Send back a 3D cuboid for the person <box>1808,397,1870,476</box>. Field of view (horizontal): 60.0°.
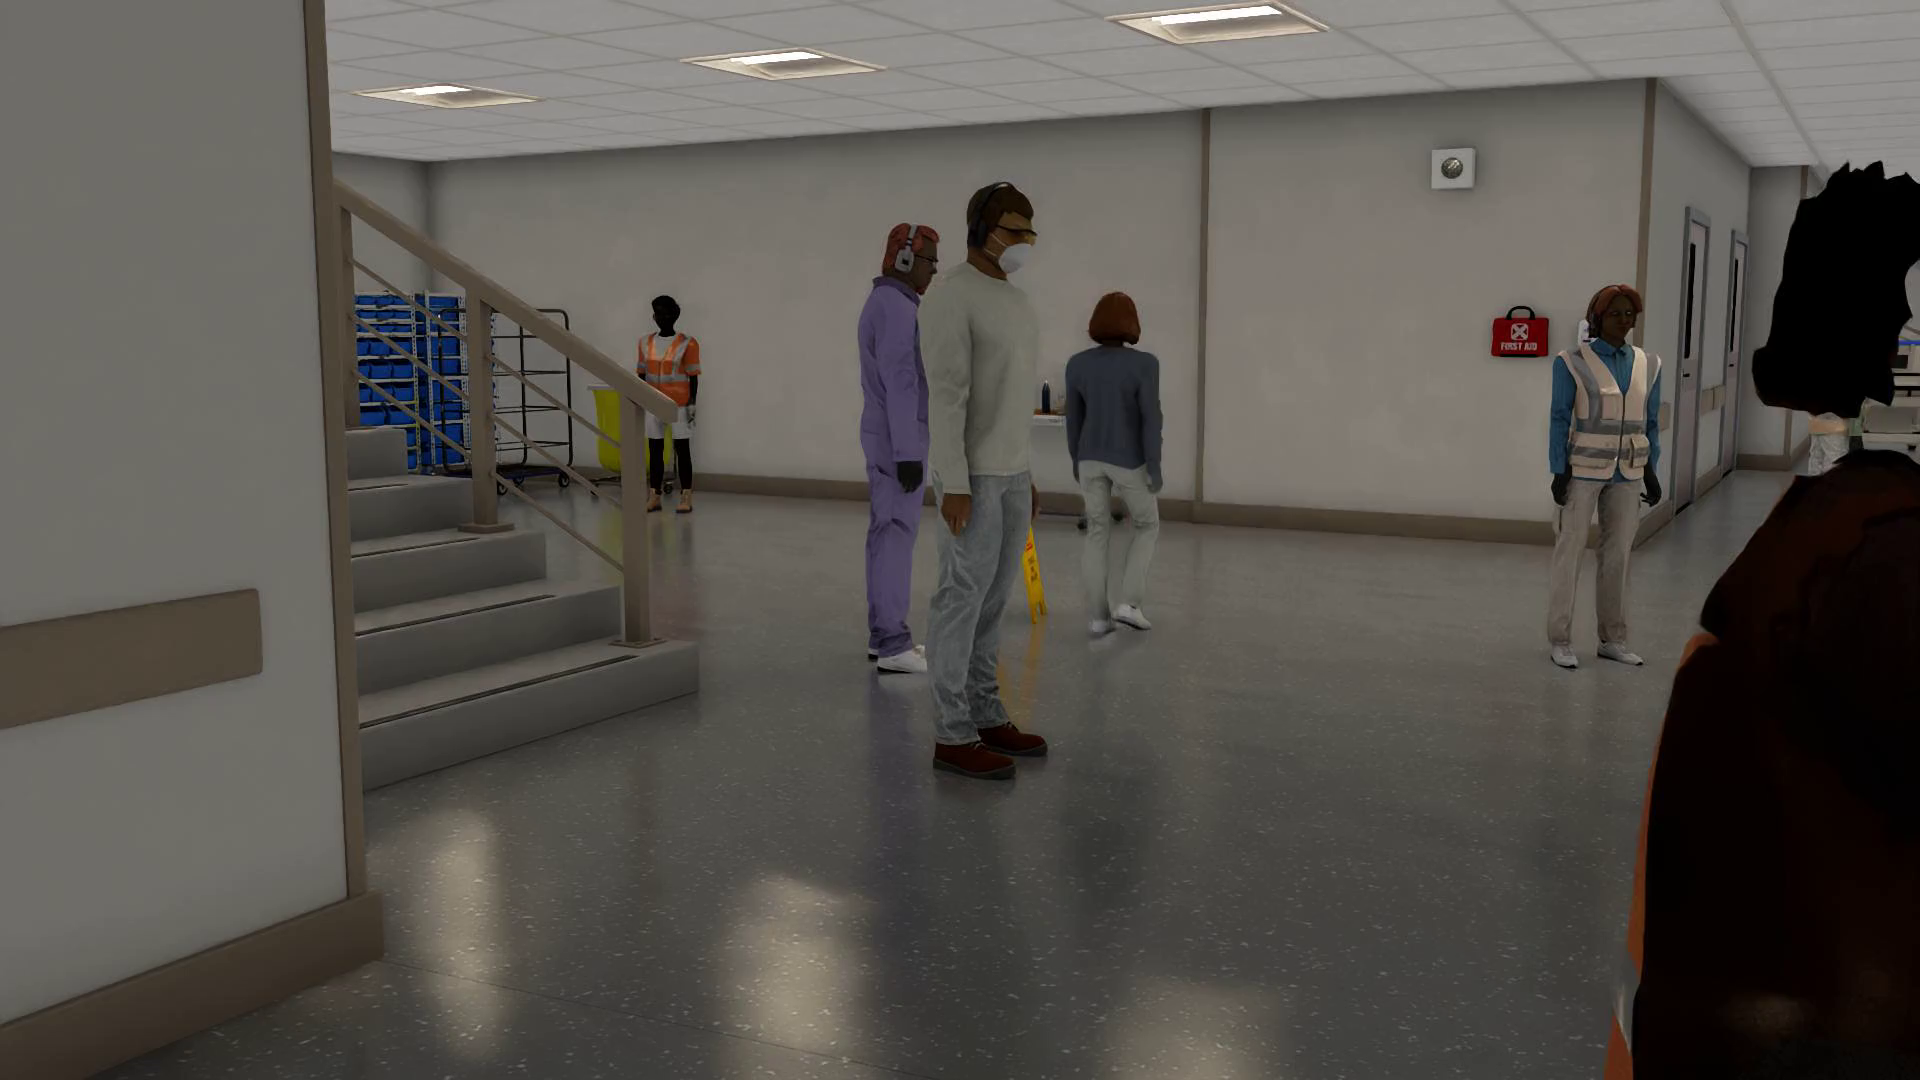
[{"bbox_3d":[5.162,-0.609,9.783,0.311,1.636,0.523,1,7,5],"label":"person"}]

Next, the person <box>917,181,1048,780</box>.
[{"bbox_3d":[0.089,-0.199,5.501,0.371,1.933,0.627,3,8,25],"label":"person"}]

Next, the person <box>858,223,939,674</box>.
[{"bbox_3d":[-0.231,-0.392,7.112,0.400,1.901,0.643,-1,7,-6],"label":"person"}]

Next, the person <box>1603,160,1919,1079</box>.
[{"bbox_3d":[0.532,0.531,1.007,0.310,1.638,0.523,5,9,35],"label":"person"}]

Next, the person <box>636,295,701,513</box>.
[{"bbox_3d":[-2.279,-1.051,12.958,0.532,1.696,0.319,2,8,13],"label":"person"}]

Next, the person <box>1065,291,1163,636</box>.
[{"bbox_3d":[0.737,-0.352,7.842,0.526,1.617,0.390,5,9,31],"label":"person"}]

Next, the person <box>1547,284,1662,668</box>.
[{"bbox_3d":[2.769,-0.270,7.159,0.514,1.642,0.310,-1,8,-10],"label":"person"}]
